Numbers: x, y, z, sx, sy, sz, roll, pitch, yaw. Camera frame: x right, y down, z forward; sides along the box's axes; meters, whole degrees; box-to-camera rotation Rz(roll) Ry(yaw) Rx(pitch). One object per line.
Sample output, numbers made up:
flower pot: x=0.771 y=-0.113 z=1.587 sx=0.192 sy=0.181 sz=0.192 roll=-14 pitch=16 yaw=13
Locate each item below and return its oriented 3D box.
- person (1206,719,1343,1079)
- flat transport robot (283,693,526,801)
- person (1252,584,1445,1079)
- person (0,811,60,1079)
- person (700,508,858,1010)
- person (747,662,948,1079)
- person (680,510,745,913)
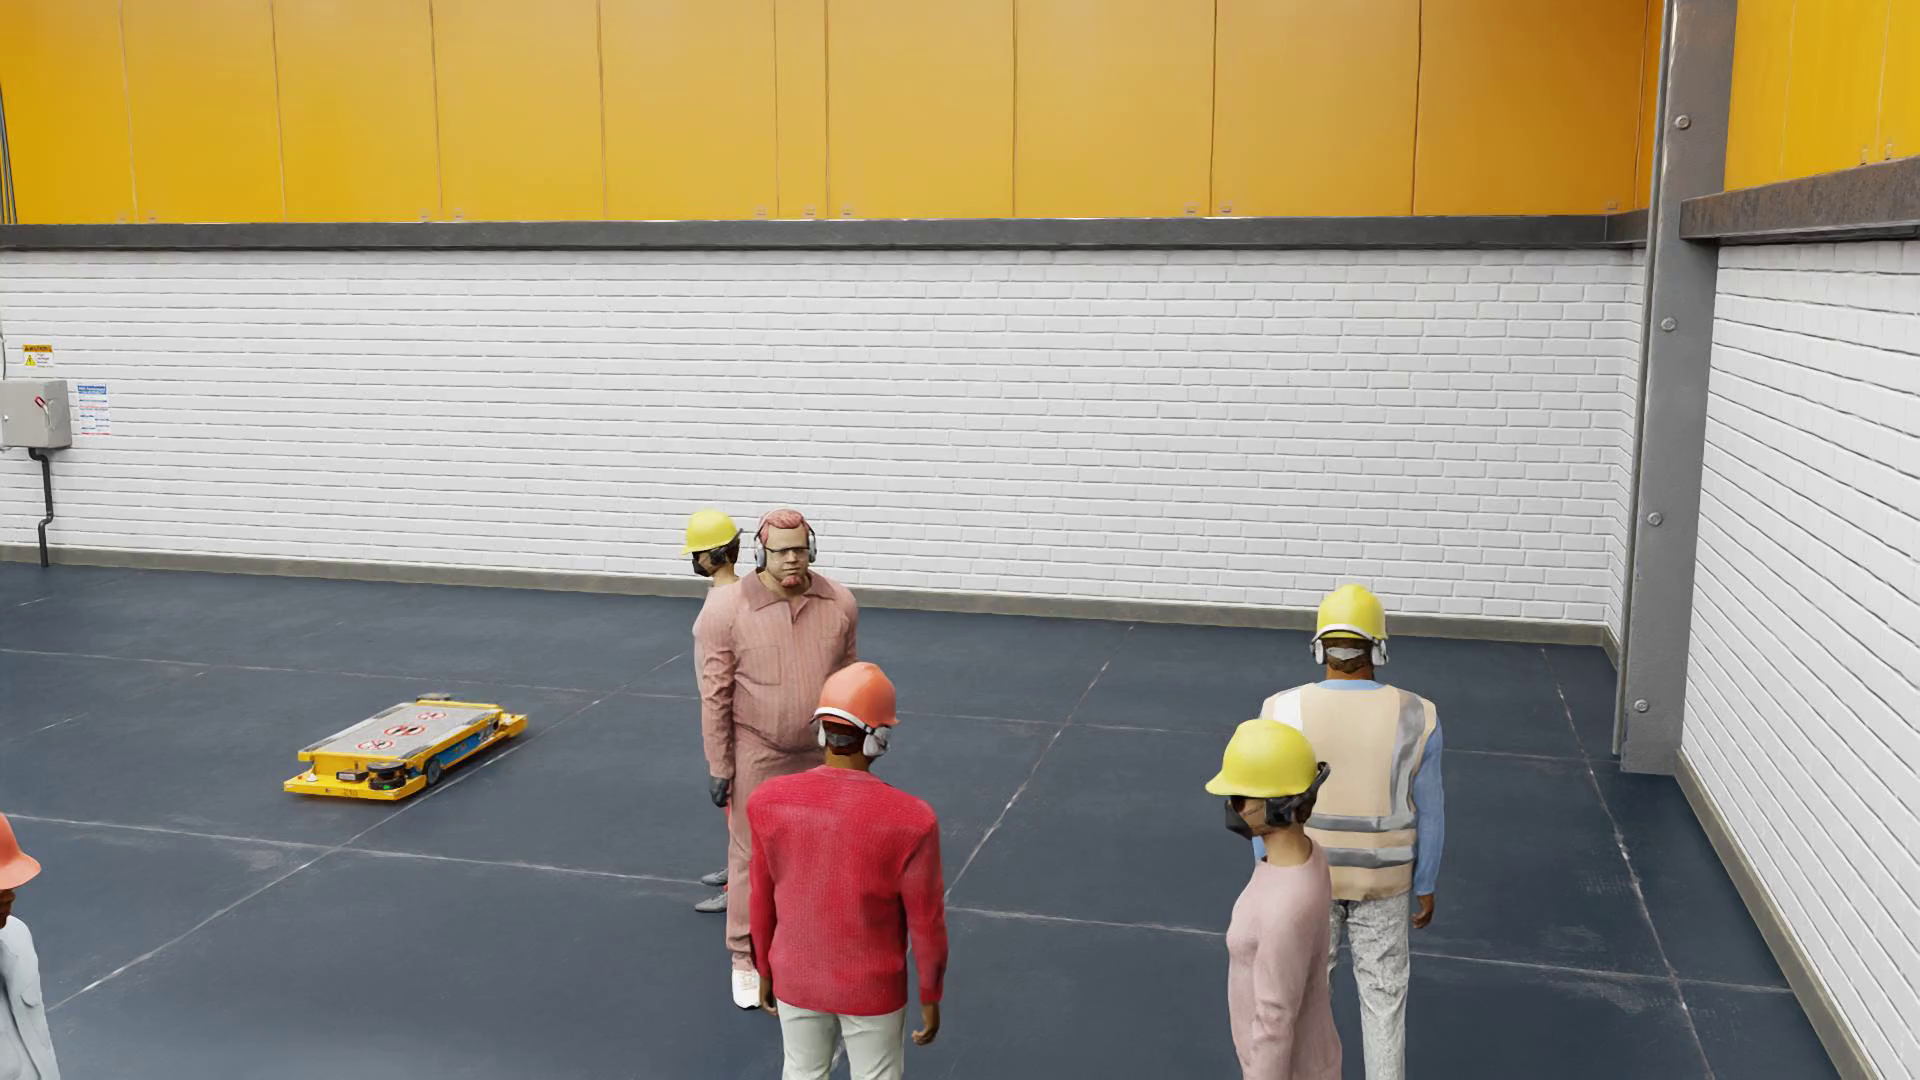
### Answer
person: x=0.747 y=1.289 z=4.010 sx=0.340 sy=1.762 sz=0.526 roll=2 pitch=10 yaw=14
flat transport robot: x=-3.064 y=1.133 z=9.302 sx=0.652 sy=0.197 sz=1.431 roll=2 pitch=10 yaw=13
person: x=1.218 y=1.045 z=5.262 sx=0.588 sy=1.822 sz=0.403 roll=2 pitch=10 yaw=11
person: x=-2.040 y=1.379 z=3.495 sx=0.330 sy=1.750 sz=0.573 roll=-1 pitch=10 yaw=-4
person: x=-0.654 y=0.820 z=6.340 sx=0.649 sy=1.906 sz=0.401 roll=-5 pitch=11 yaw=-27
person: x=-0.306 y=1.195 z=4.624 sx=0.578 sy=1.737 sz=0.355 roll=3 pitch=10 yaw=16
person: x=-1.038 y=0.738 z=7.251 sx=0.324 sy=1.763 sz=0.524 roll=0 pitch=10 yaw=-2
